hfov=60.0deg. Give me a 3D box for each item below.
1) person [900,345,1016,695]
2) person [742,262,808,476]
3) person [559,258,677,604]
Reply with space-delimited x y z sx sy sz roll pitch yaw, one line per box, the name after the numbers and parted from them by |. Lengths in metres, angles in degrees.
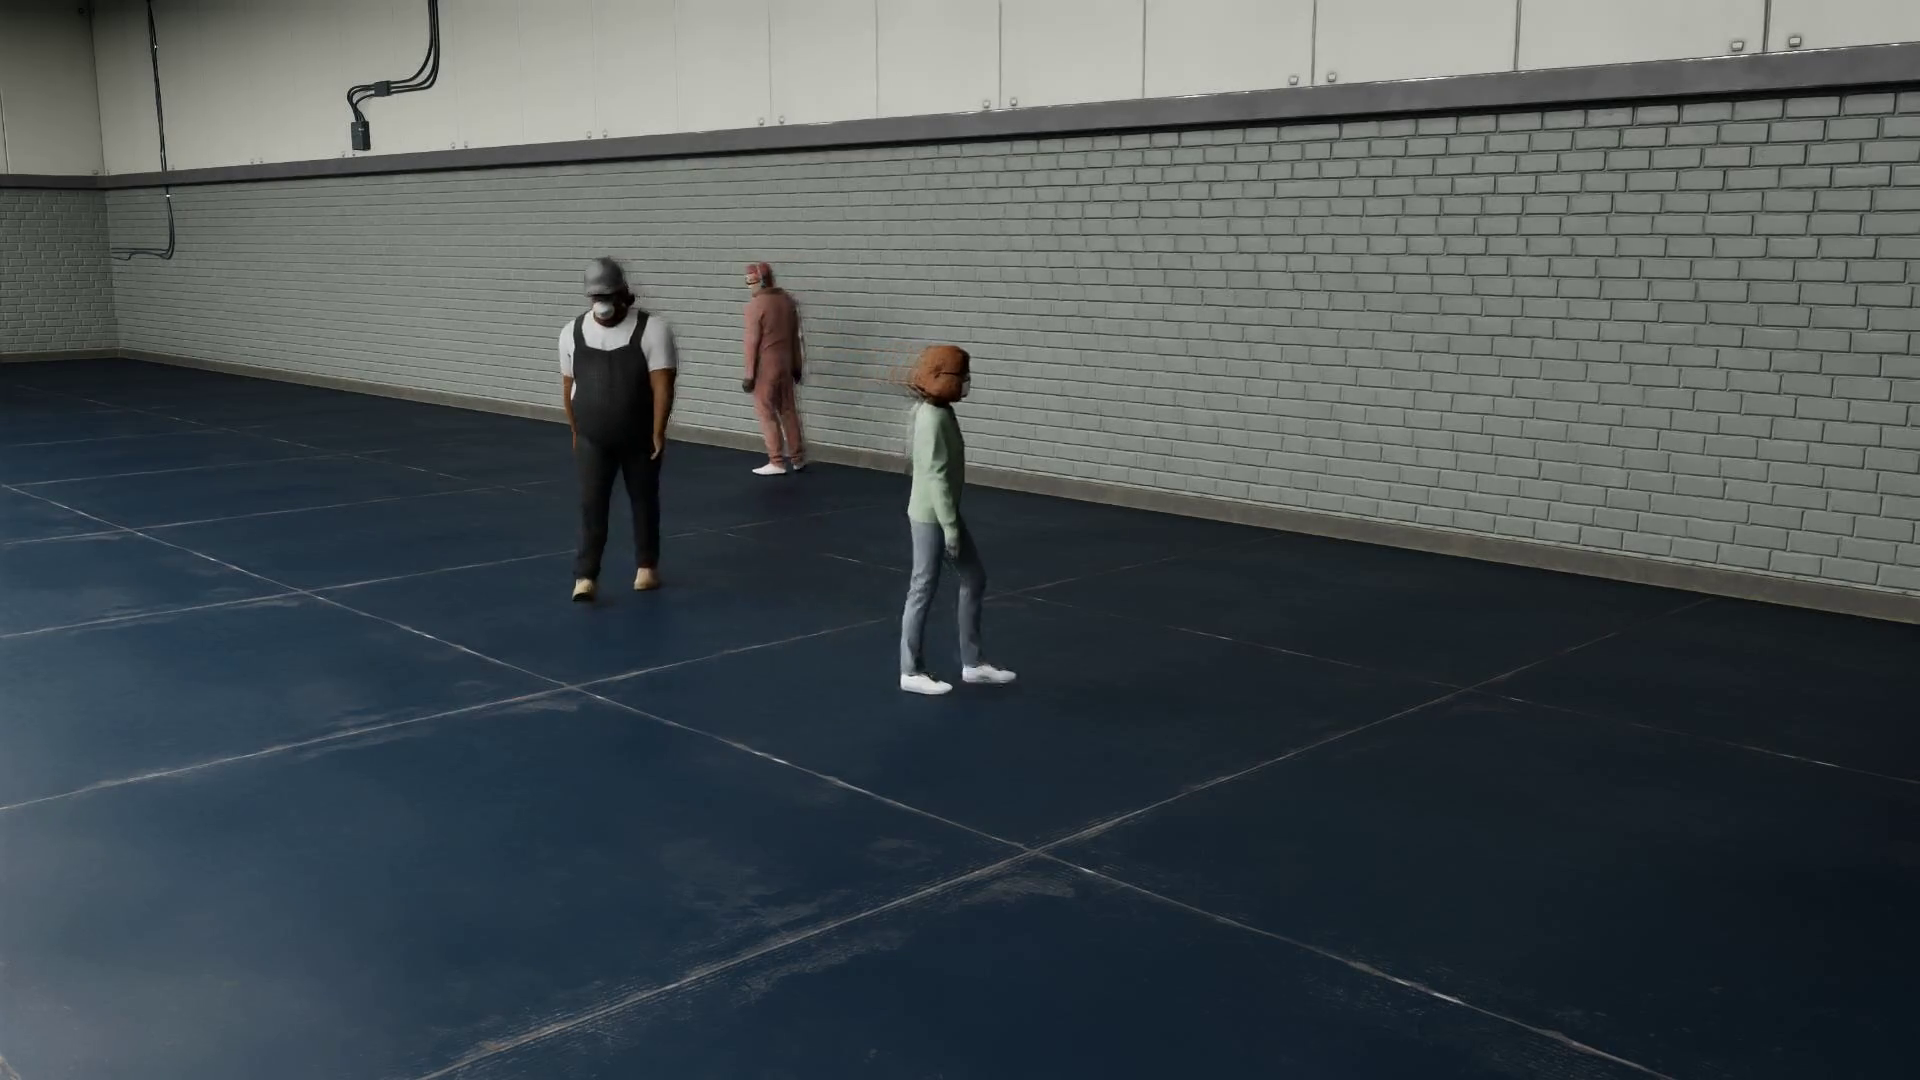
0.005 -0.078 7.608 0.651 1.609 0.537 2 11 10 | person
-1.676 -1.519 14.800 0.400 1.879 0.786 6 12 31 | person
-1.984 -0.639 9.628 0.693 2.000 1.032 0 10 -2 | person
